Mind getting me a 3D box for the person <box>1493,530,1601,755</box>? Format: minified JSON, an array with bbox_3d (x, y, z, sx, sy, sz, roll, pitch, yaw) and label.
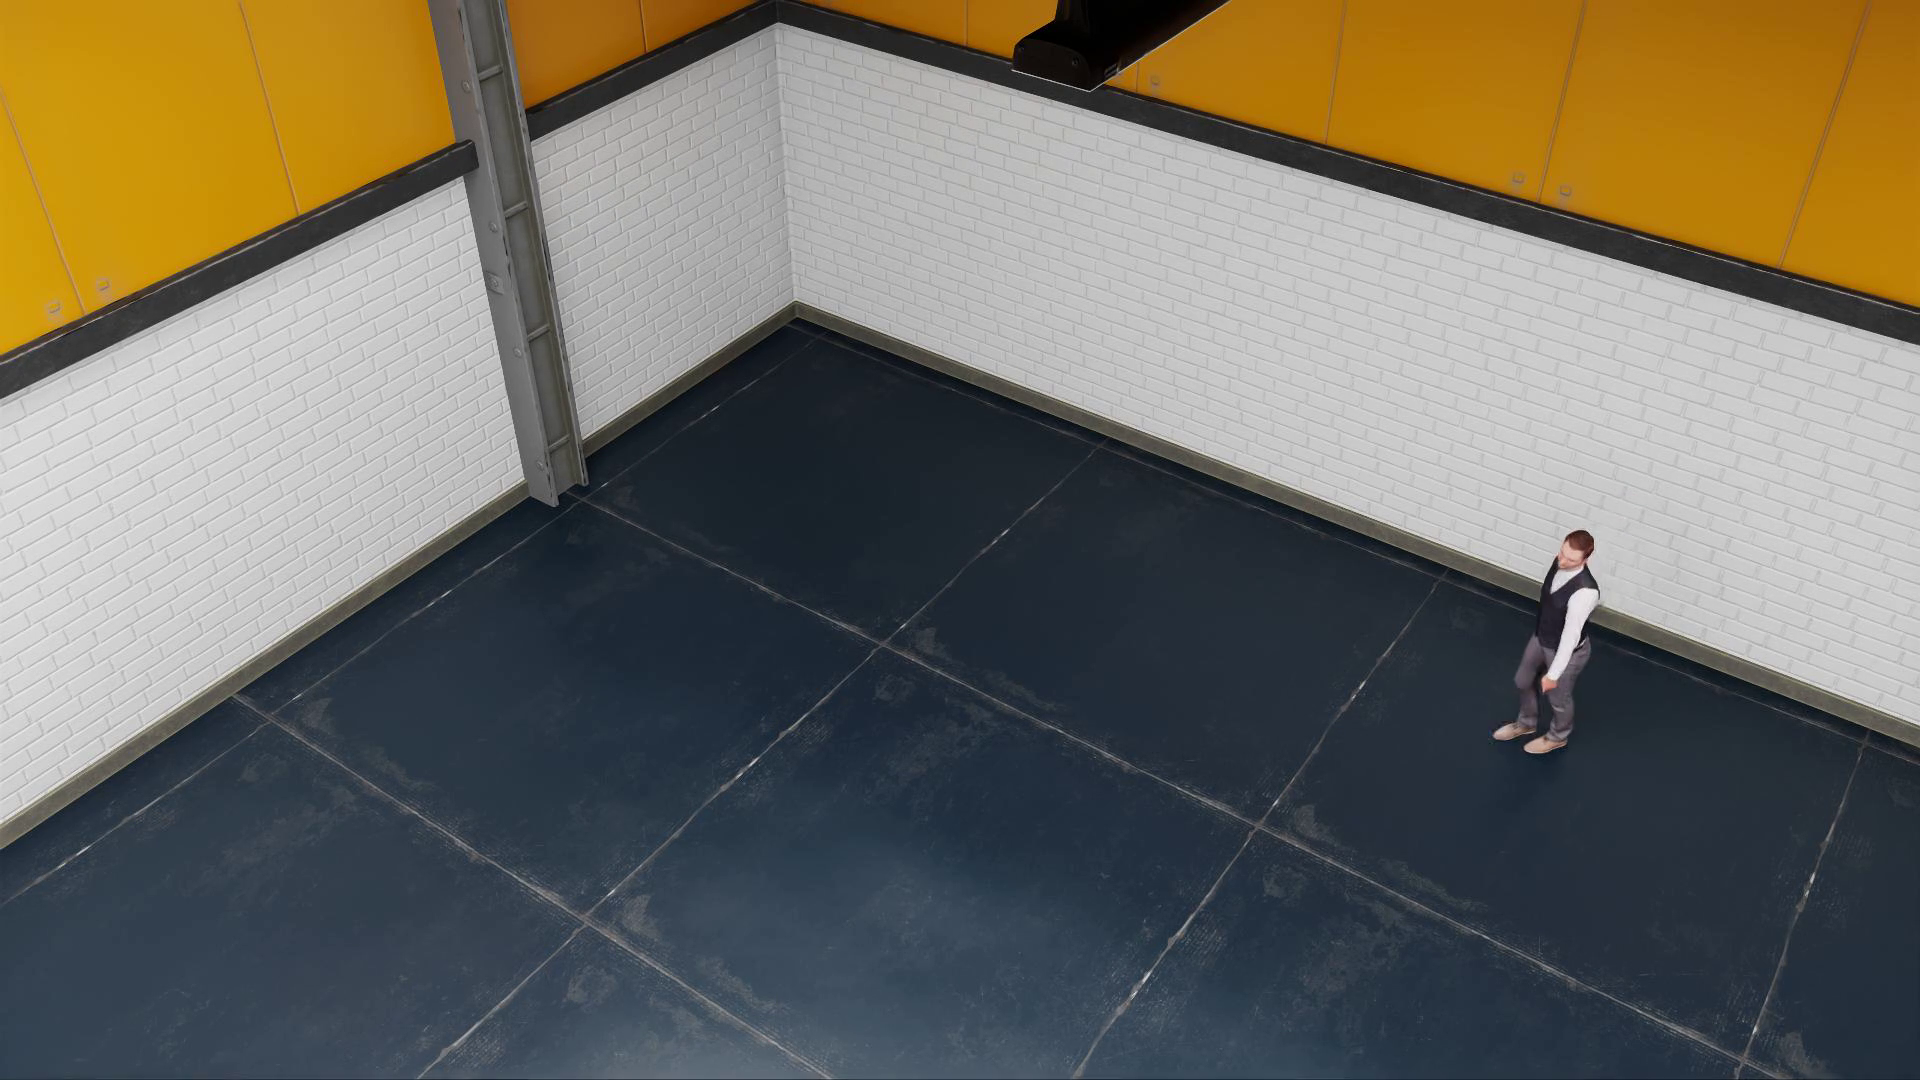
[{"bbox_3d":[3.863,0.643,10.546,0.934,1.906,0.874,-1,39,-1],"label":"person"}]
